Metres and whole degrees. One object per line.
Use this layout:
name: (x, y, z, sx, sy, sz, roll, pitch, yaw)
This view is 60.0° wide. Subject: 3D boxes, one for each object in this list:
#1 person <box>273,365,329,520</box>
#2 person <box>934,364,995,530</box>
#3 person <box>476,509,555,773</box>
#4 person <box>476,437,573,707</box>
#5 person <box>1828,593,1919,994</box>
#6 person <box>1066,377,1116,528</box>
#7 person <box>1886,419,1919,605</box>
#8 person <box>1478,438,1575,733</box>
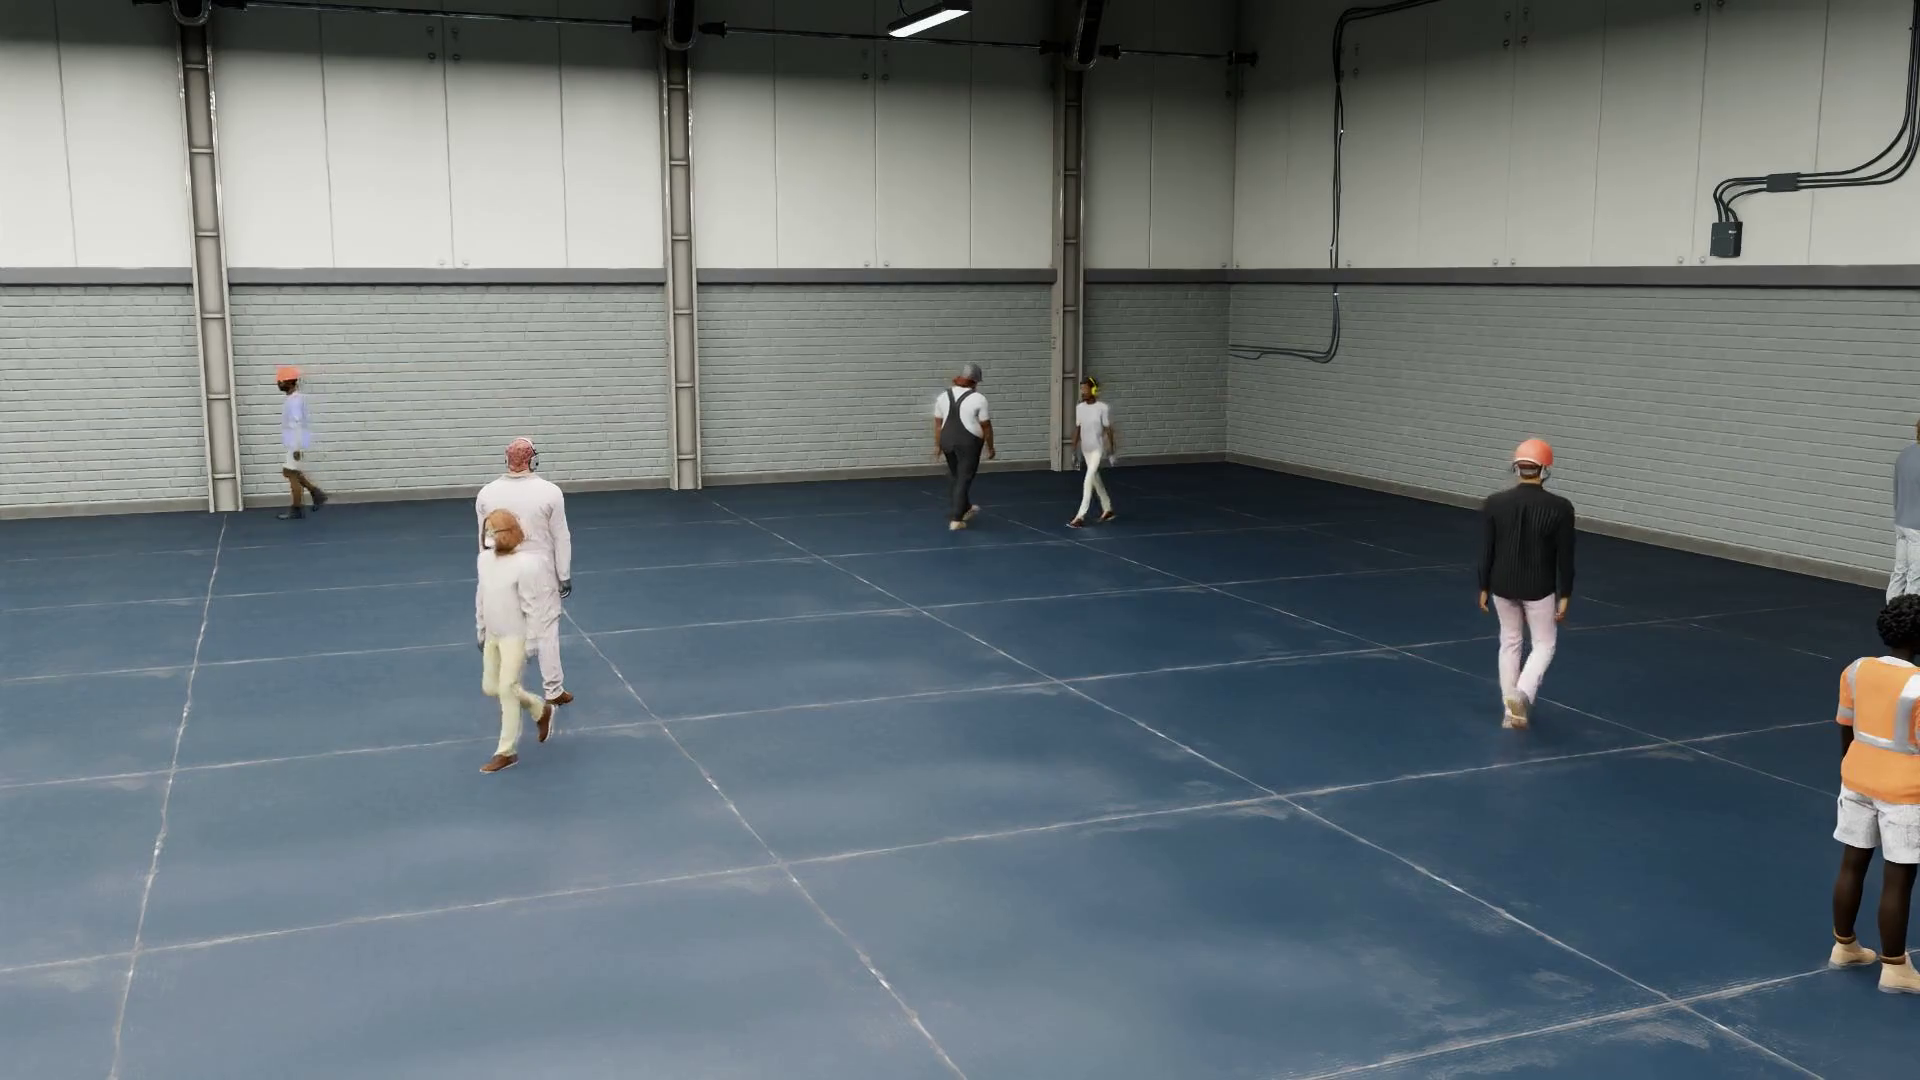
person: (-8.244, -1.211, 20.675, 0.524, 1.927, 0.560, -4, 10, -23)
person: (0.086, -1.178, 20.115, 0.699, 2.000, 1.019, 6, 11, 34)
person: (-2.762, 0.595, 10.282, 0.512, 1.615, 0.582, 6, 11, 35)
person: (-3.030, 0.233, 11.671, 0.639, 1.911, 0.406, 0, 9, 3)
person: (3.967, 1.066, 7.096, 0.322, 1.697, 0.533, -2, 9, -15)
person: (1.614, -1.071, 20.186, 0.532, 1.813, 1.004, 9, 13, 44)
person: (7.787, -0.071, 13.490, 0.373, 1.938, 0.627, 1, 9, 3)
person: (3.704, 0.318, 10.943, 0.622, 1.978, 0.675, 6, 11, 34)
